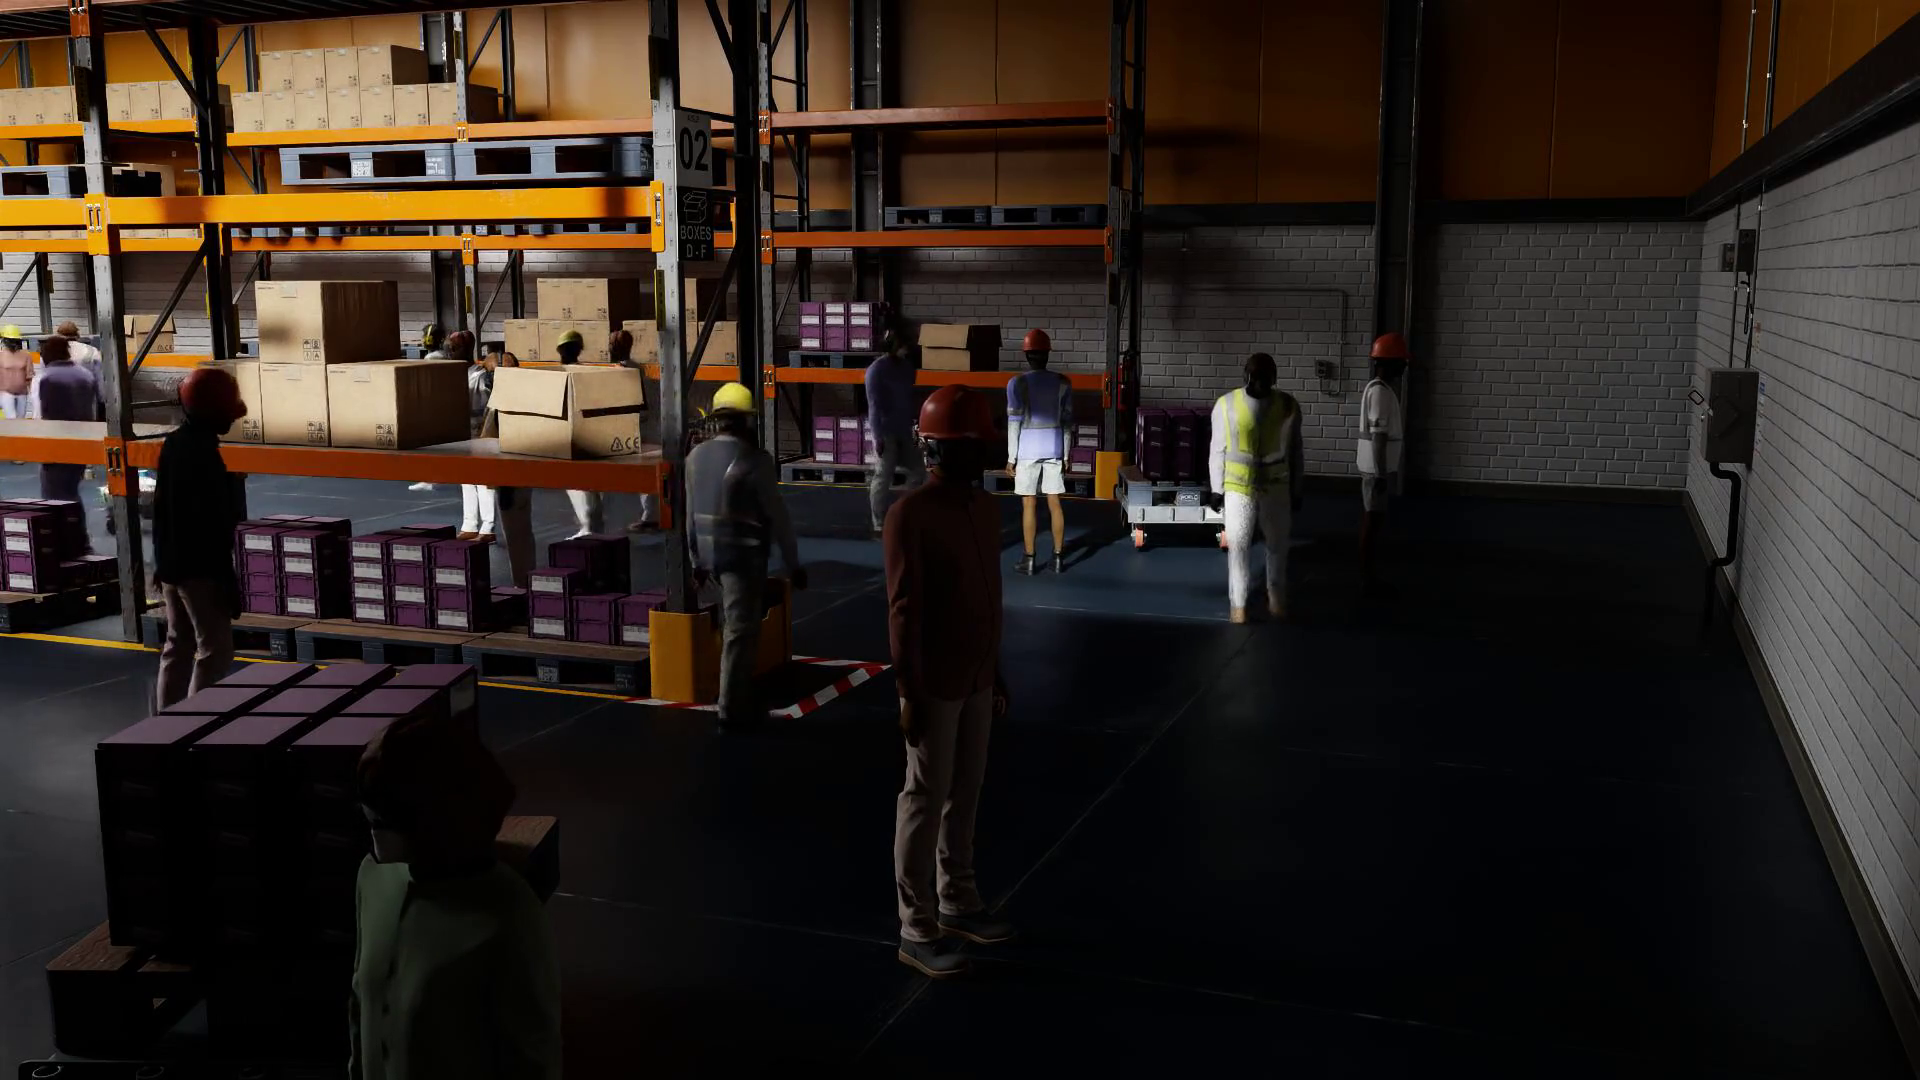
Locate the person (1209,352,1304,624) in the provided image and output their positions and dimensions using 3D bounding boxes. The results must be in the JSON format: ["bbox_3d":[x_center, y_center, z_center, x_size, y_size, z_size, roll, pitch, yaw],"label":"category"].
[{"bbox_3d":[2.014,-0.356,11.323,0.640,1.842,0.429,1,9,4],"label":"person"}]

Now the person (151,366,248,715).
[{"bbox_3d":[-3.633,0.145,7.884,0.421,1.948,0.789,-8,12,-42],"label":"person"}]

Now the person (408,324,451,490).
[{"bbox_3d":[-5.618,-1.429,18.075,0.854,1.841,0.520,0,9,3],"label":"person"}]

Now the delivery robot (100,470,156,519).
[{"bbox_3d":[-7.524,-0.399,15.323,0.707,0.478,0.477,-5,10,-30],"label":"delivery robot"}]

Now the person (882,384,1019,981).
[{"bbox_3d":[-0.023,0.467,5.671,0.382,1.995,0.612,5,11,31],"label":"person"}]

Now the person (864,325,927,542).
[{"bbox_3d":[-0.526,-0.907,14.526,0.670,1.916,0.666,7,12,39],"label":"person"}]

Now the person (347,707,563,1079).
[{"bbox_3d":[-0.891,1.088,2.902,0.497,1.633,0.288,6,11,34],"label":"person"}]

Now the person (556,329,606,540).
[{"bbox_3d":[-3.360,-0.911,14.679,0.504,1.878,0.616,2,9,11],"label":"person"}]

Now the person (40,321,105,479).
[{"bbox_3d":[-10.173,-1.596,19.126,0.650,1.839,0.463,-3,10,-20],"label":"person"}]

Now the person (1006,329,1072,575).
[{"bbox_3d":[0.609,-0.688,13.114,0.547,1.934,0.376,-3,10,-19],"label":"person"}]

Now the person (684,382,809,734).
[{"bbox_3d":[-1.094,0.092,8.636,0.591,1.800,0.643,-9,12,-43],"label":"person"}]

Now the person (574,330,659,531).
[{"bbox_3d":[-3.170,-0.994,15.293,0.870,1.847,0.595,3,10,19],"label":"person"}]

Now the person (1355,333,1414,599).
[{"bbox_3d":[3.099,-0.544,12.195,0.379,1.938,0.547,2,9,12],"label":"person"}]

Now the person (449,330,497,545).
[{"bbox_3d":[-4.242,-0.875,14.436,0.575,1.885,0.360,8,12,43],"label":"person"}]

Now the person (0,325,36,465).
[{"bbox_3d":[-11.697,-1.791,20.632,0.671,1.738,0.545,6,11,32],"label":"person"}]

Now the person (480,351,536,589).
[{"bbox_3d":[-3.131,-0.390,11.560,0.429,1.837,0.628,-2,9,-12],"label":"person"}]

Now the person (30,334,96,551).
[{"bbox_3d":[-7.577,-0.789,13.958,0.519,1.869,0.665,2,9,15],"label":"person"}]
